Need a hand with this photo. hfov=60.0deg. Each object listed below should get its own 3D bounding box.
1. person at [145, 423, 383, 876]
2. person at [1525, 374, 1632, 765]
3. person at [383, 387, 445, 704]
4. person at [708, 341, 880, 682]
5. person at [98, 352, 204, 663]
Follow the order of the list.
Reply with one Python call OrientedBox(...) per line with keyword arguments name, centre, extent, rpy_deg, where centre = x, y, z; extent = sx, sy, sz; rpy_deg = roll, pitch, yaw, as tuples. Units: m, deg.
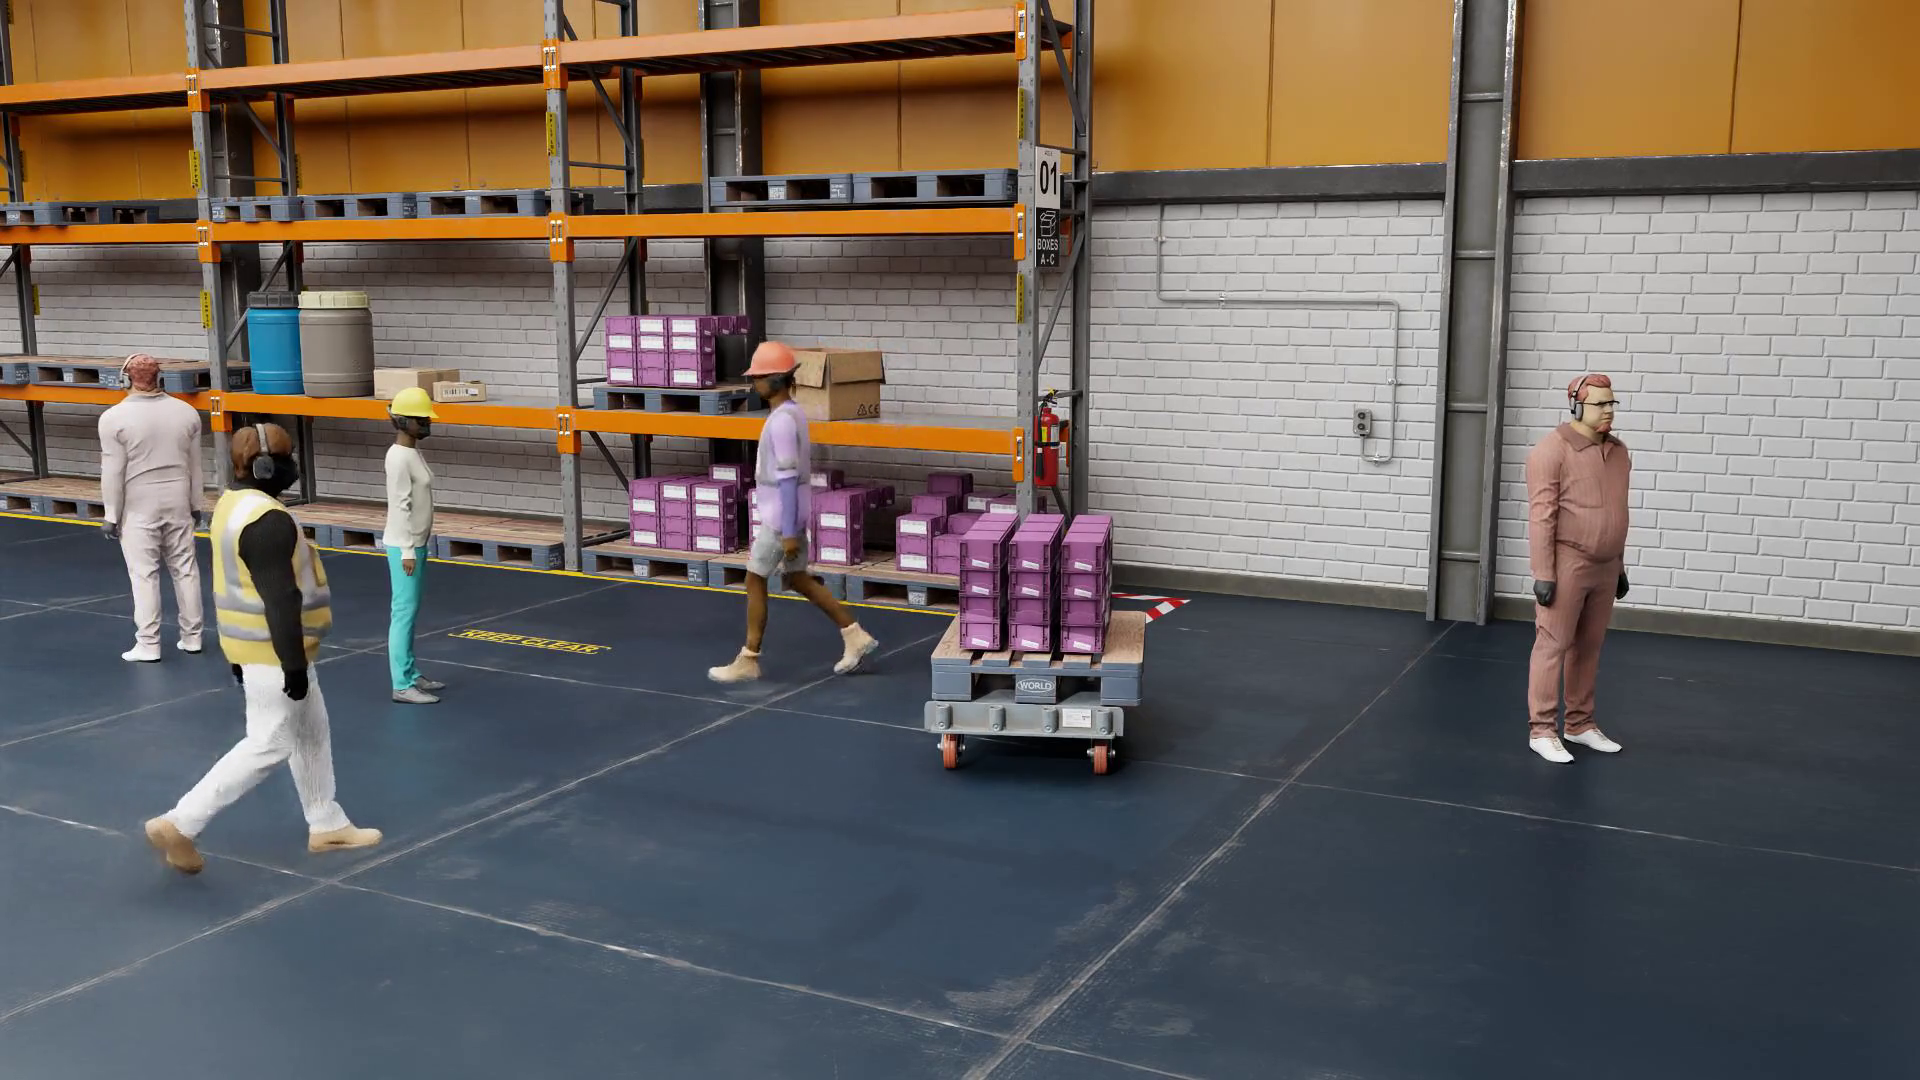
OrientedBox(name="person", centre=(-2.812, 0.440, 6.642), extent=(0.838, 1.820, 0.628), rpy_deg=(-5, 11, -29))
OrientedBox(name="person", centre=(3.079, 0.136, 8.222), extent=(0.641, 1.908, 0.407), rpy_deg=(-6, 11, -31))
OrientedBox(name="person", centre=(-3.057, 0.027, 9.329), extent=(0.327, 1.765, 0.529), rpy_deg=(-2, 9, -10))
OrientedBox(name="person", centre=(-0.971, -0.156, 9.704), extent=(0.969, 2.012, 0.618), rpy_deg=(0, 9, 0))
OrientedBox(name="person", centre=(-5.002, -0.199, 10.284), extent=(0.406, 1.911, 0.639), rpy_deg=(6, 11, 35))
